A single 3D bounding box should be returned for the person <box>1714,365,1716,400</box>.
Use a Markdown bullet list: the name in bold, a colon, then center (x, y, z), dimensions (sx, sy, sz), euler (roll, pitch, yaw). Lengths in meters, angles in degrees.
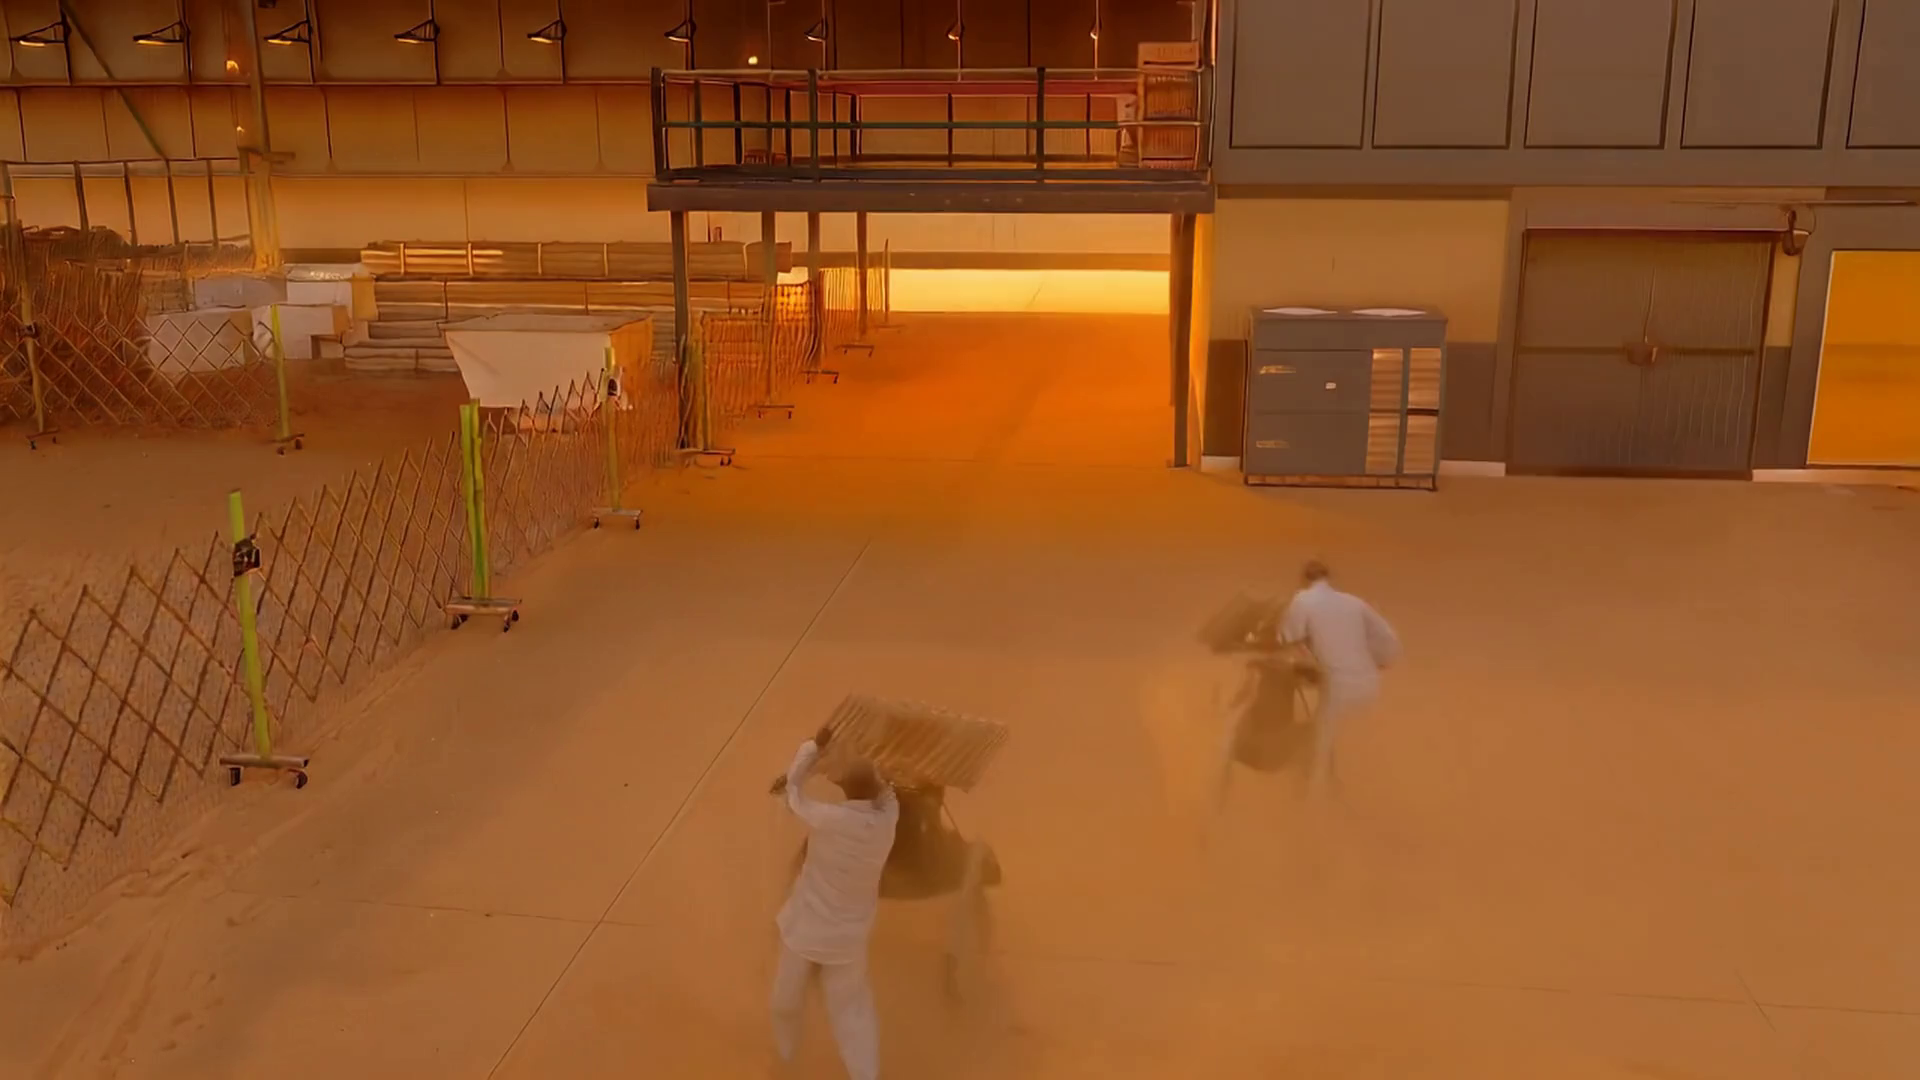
- **person**: center (8.115, -1.650, 18.111), dimensions (0.285, 1.633, 0.497), euler (-6, 15, -22)
